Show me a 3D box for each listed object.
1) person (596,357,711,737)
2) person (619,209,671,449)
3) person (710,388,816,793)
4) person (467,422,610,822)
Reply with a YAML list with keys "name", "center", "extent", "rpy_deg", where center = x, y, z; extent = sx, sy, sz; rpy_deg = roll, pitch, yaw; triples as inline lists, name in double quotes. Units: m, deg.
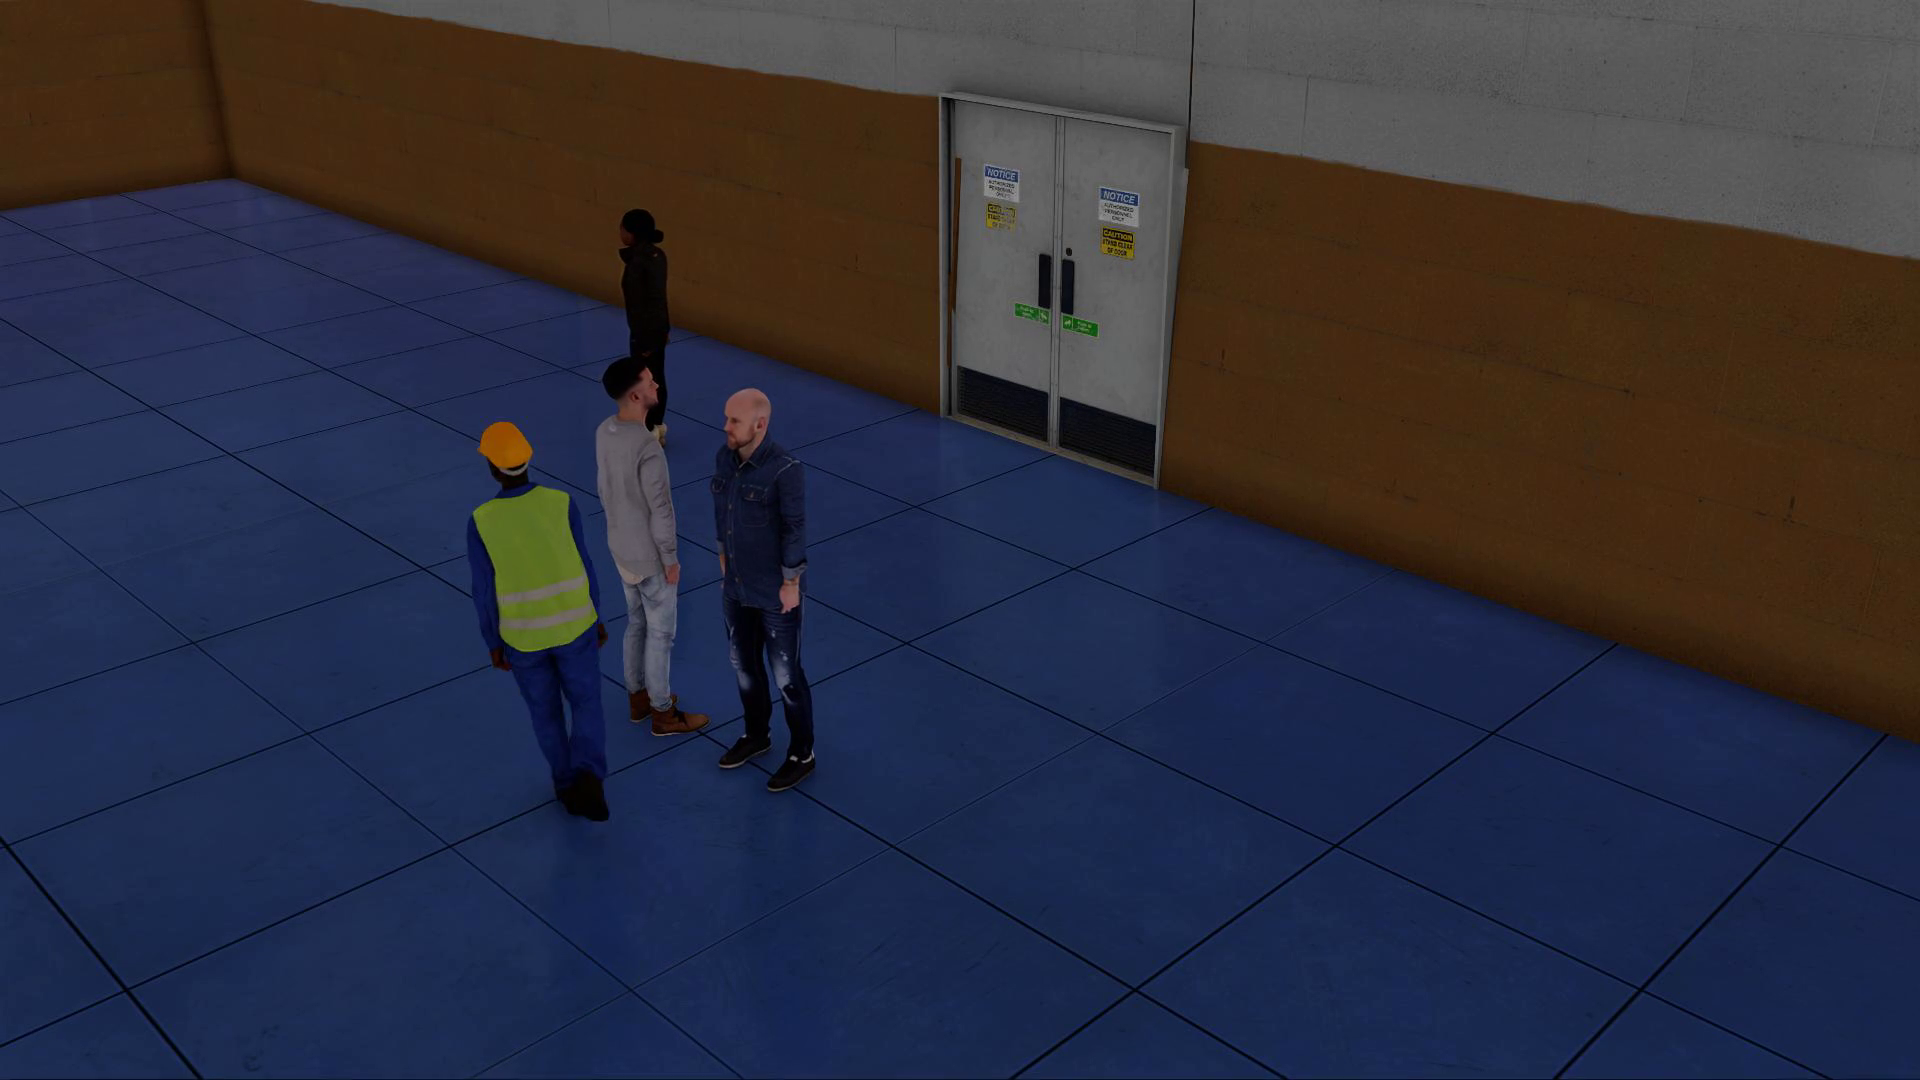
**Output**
- name: "person"
  center: [-1.452, 0.030, 7.665]
  extent: [0.575, 1.839, 0.701]
  rpy_deg: [-19, 30, -36]
- name: "person"
  center: [-2.076, -1.390, 11.127]
  extent: [0.758, 1.665, 0.697]
  rpy_deg: [-2, 24, -5]
- name: "person"
  center: [-0.866, 0.207, 7.279]
  extent: [0.727, 1.824, 0.604]
  rpy_deg: [19, 30, 36]
- name: "person"
  center: [-1.699, 0.402, 6.866]
  extent: [0.922, 1.798, 0.933]
  rpy_deg: [-8, 25, -17]
